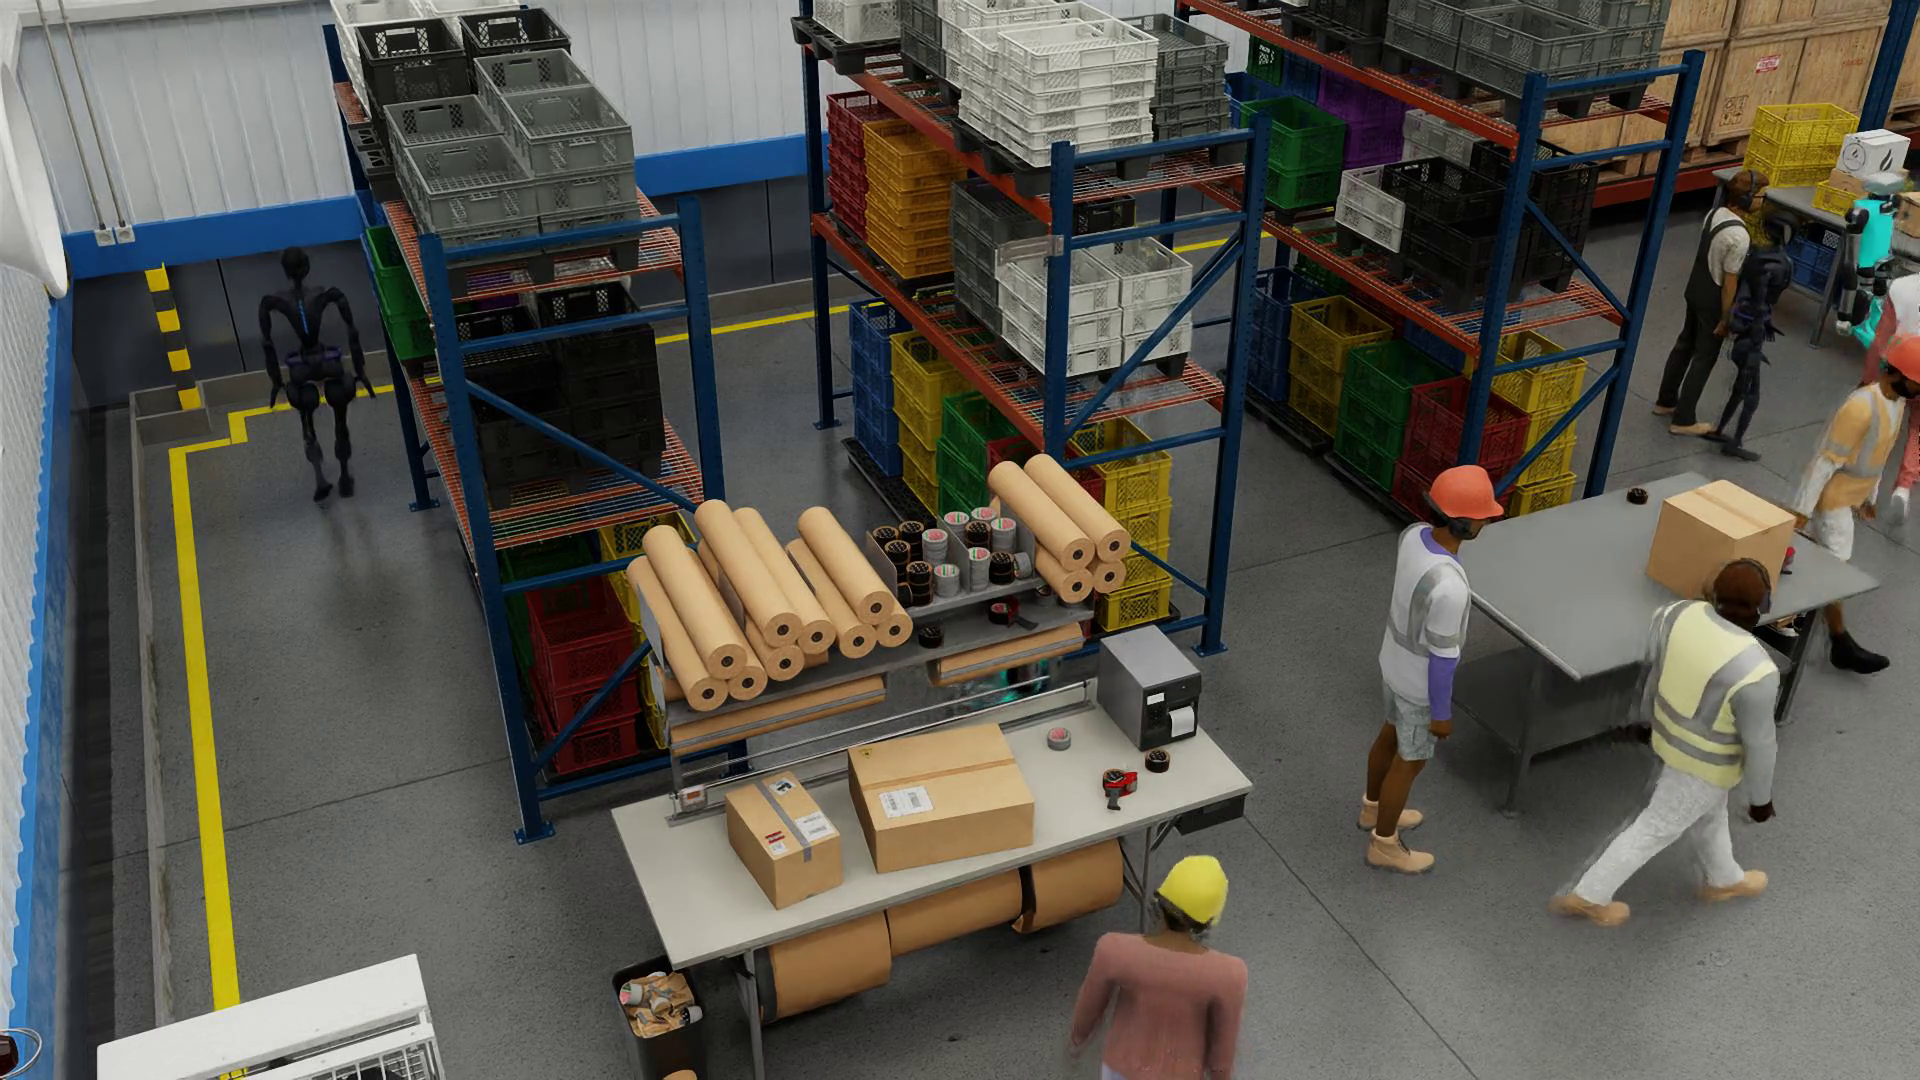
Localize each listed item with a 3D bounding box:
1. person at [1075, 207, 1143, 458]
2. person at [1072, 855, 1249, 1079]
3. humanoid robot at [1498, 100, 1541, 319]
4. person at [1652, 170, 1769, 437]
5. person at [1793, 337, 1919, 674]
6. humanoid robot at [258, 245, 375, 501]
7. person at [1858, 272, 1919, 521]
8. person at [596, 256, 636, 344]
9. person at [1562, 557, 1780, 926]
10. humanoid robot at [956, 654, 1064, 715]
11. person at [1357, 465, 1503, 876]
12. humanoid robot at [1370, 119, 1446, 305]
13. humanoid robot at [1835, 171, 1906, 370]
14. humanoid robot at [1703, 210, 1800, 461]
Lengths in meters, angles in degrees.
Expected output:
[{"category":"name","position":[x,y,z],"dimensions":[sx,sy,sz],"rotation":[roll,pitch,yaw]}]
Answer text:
[{"category":"person","position":[0.961,-1.428,10.933],"dimensions":[0.492,1.684,0.929],"rotation":[-12,34,-19]},{"category":"person","position":[0.659,1.795,5.678],"dimensions":[0.571,1.713,0.885],"rotation":[5,32,7]},{"category":"humanoid robot","position":[4.249,-2.343,12.473],"dimensions":[0.556,1.896,0.736],"rotation":[-22,38,-31]},{"category":"person","position":[4.976,-1.557,11.007],"dimensions":[0.336,1.838,0.510],"rotation":[-1,32,-2]},{"category":"person","position":[4.715,-0.212,8.782],"dimensions":[0.595,1.898,0.776],"rotation":[-27,41,-36]},{"category":"humanoid robot","position":[-3.955,-0.992,10.240],"dimensions":[0.616,1.635,0.459],"rotation":[-12,33,-18]},{"category":"person","position":[5.767,-0.997,10.030],"dimensions":[0.604,1.895,0.642],"rotation":[12,34,19]},{"category":"person","position":[-2.577,-2.204,12.059],"dimensions":[0.384,1.836,0.566],"rotation":[20,37,29]},{"category":"person","position":[3.147,0.898,7.077],"dimensions":[0.995,1.775,0.667],"rotation":[-4,32,-6]},{"category":"humanoid robot","position":[0.142,0.507,7.829],"dimensions":[0.899,1.828,0.530],"rotation":[13,34,20]},{"category":"person","position":[2.060,0.579,7.351],"dimensions":[0.406,2.037,0.606],"rotation":[0,32,-1]},{"category":"humanoid robot","position":[3.241,-2.253,12.310],"dimensions":[0.544,1.890,0.672],"rotation":[-19,36,-27]},{"category":"humanoid robot","position":[6.140,-1.495,11.013],"dimensions":[0.540,1.771,0.803],"rotation":[-22,38,-31]},{"category":"humanoid robot","position":[5.196,-1.342,10.801],"dimensions":[0.387,1.658,0.601],"rotation":[16,35,24]}]
